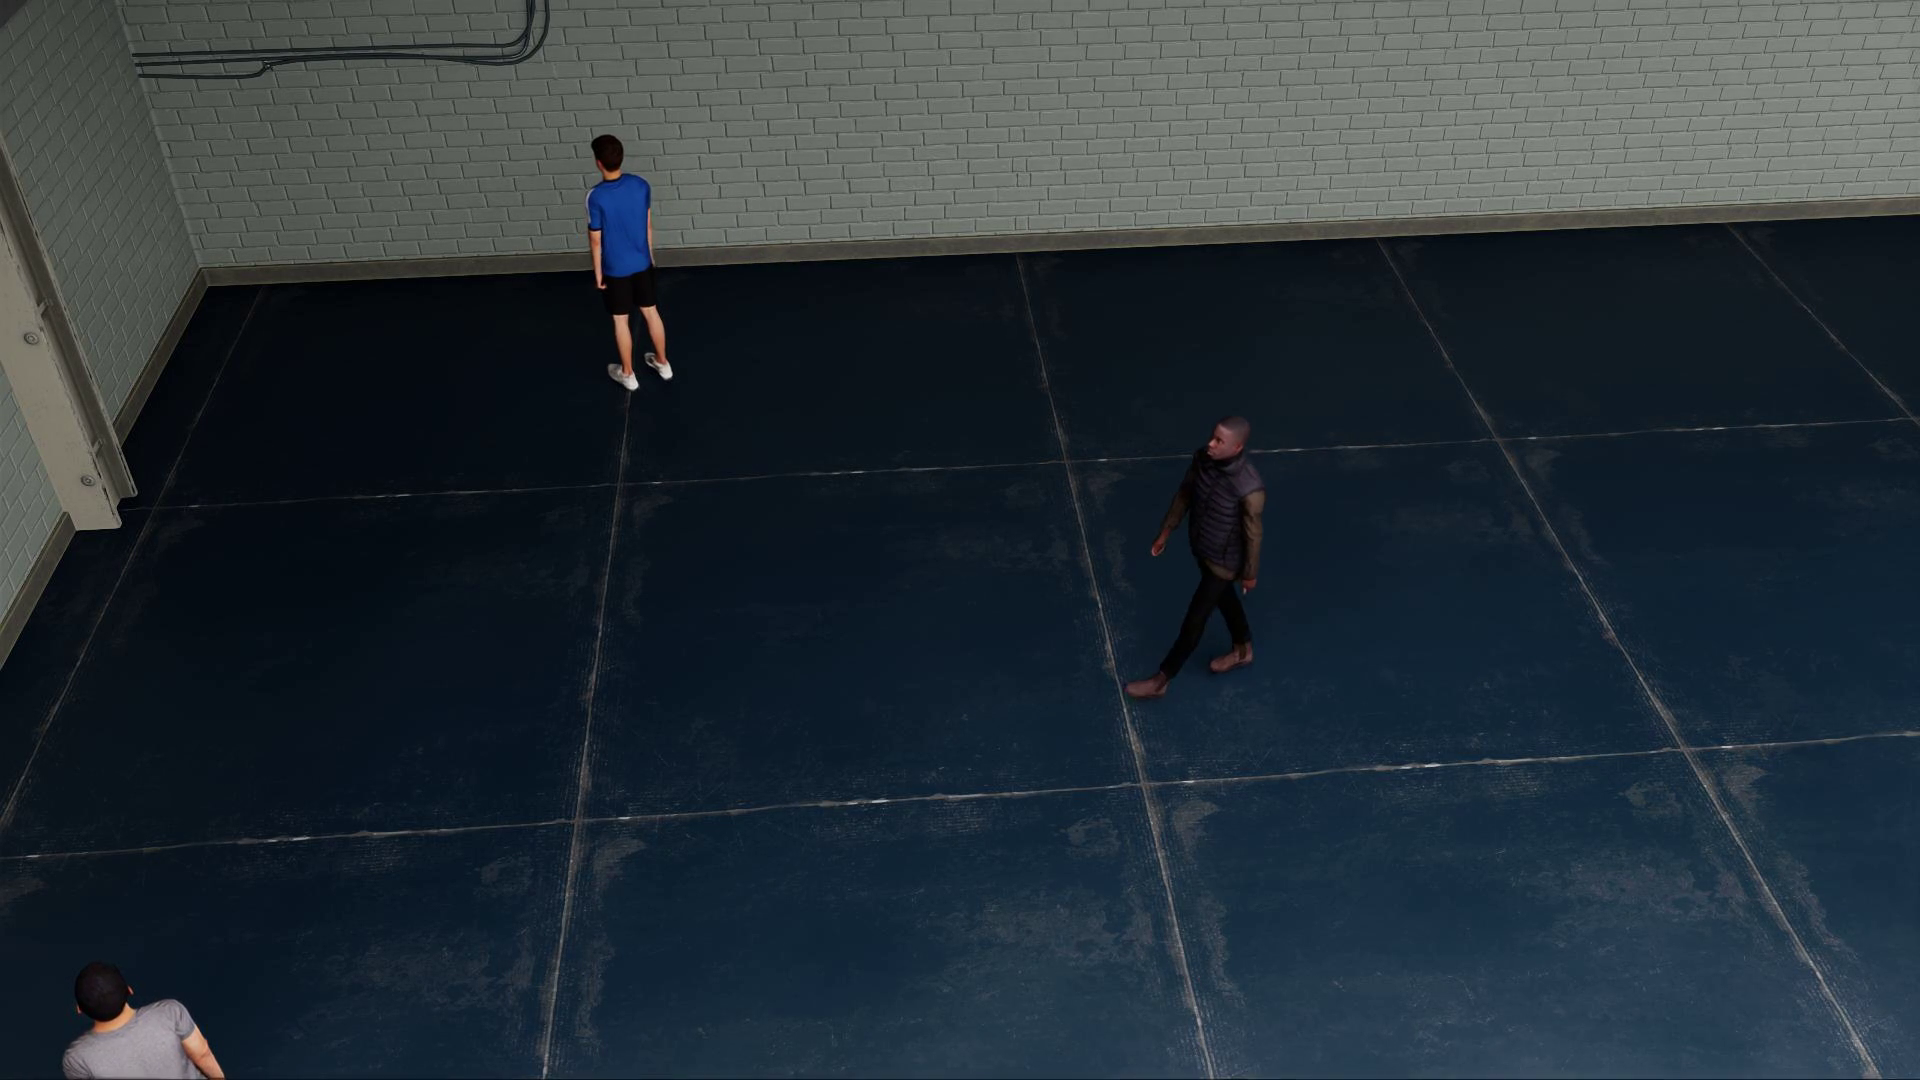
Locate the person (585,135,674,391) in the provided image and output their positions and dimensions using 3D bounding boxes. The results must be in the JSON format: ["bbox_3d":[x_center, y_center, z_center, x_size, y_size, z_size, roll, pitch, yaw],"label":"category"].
[{"bbox_3d":[-2.314,-1.923,11.528,0.754,1.862,0.770,-25,44,-28],"label":"person"}]

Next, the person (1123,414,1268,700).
[{"bbox_3d":[1.477,0.068,9.040,0.975,1.792,1.142,-14,40,-17],"label":"person"}]

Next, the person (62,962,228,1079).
[{"bbox_3d":[-3.032,2.195,6.352,0.708,1.755,0.732,-27,46,-30],"label":"person"}]
